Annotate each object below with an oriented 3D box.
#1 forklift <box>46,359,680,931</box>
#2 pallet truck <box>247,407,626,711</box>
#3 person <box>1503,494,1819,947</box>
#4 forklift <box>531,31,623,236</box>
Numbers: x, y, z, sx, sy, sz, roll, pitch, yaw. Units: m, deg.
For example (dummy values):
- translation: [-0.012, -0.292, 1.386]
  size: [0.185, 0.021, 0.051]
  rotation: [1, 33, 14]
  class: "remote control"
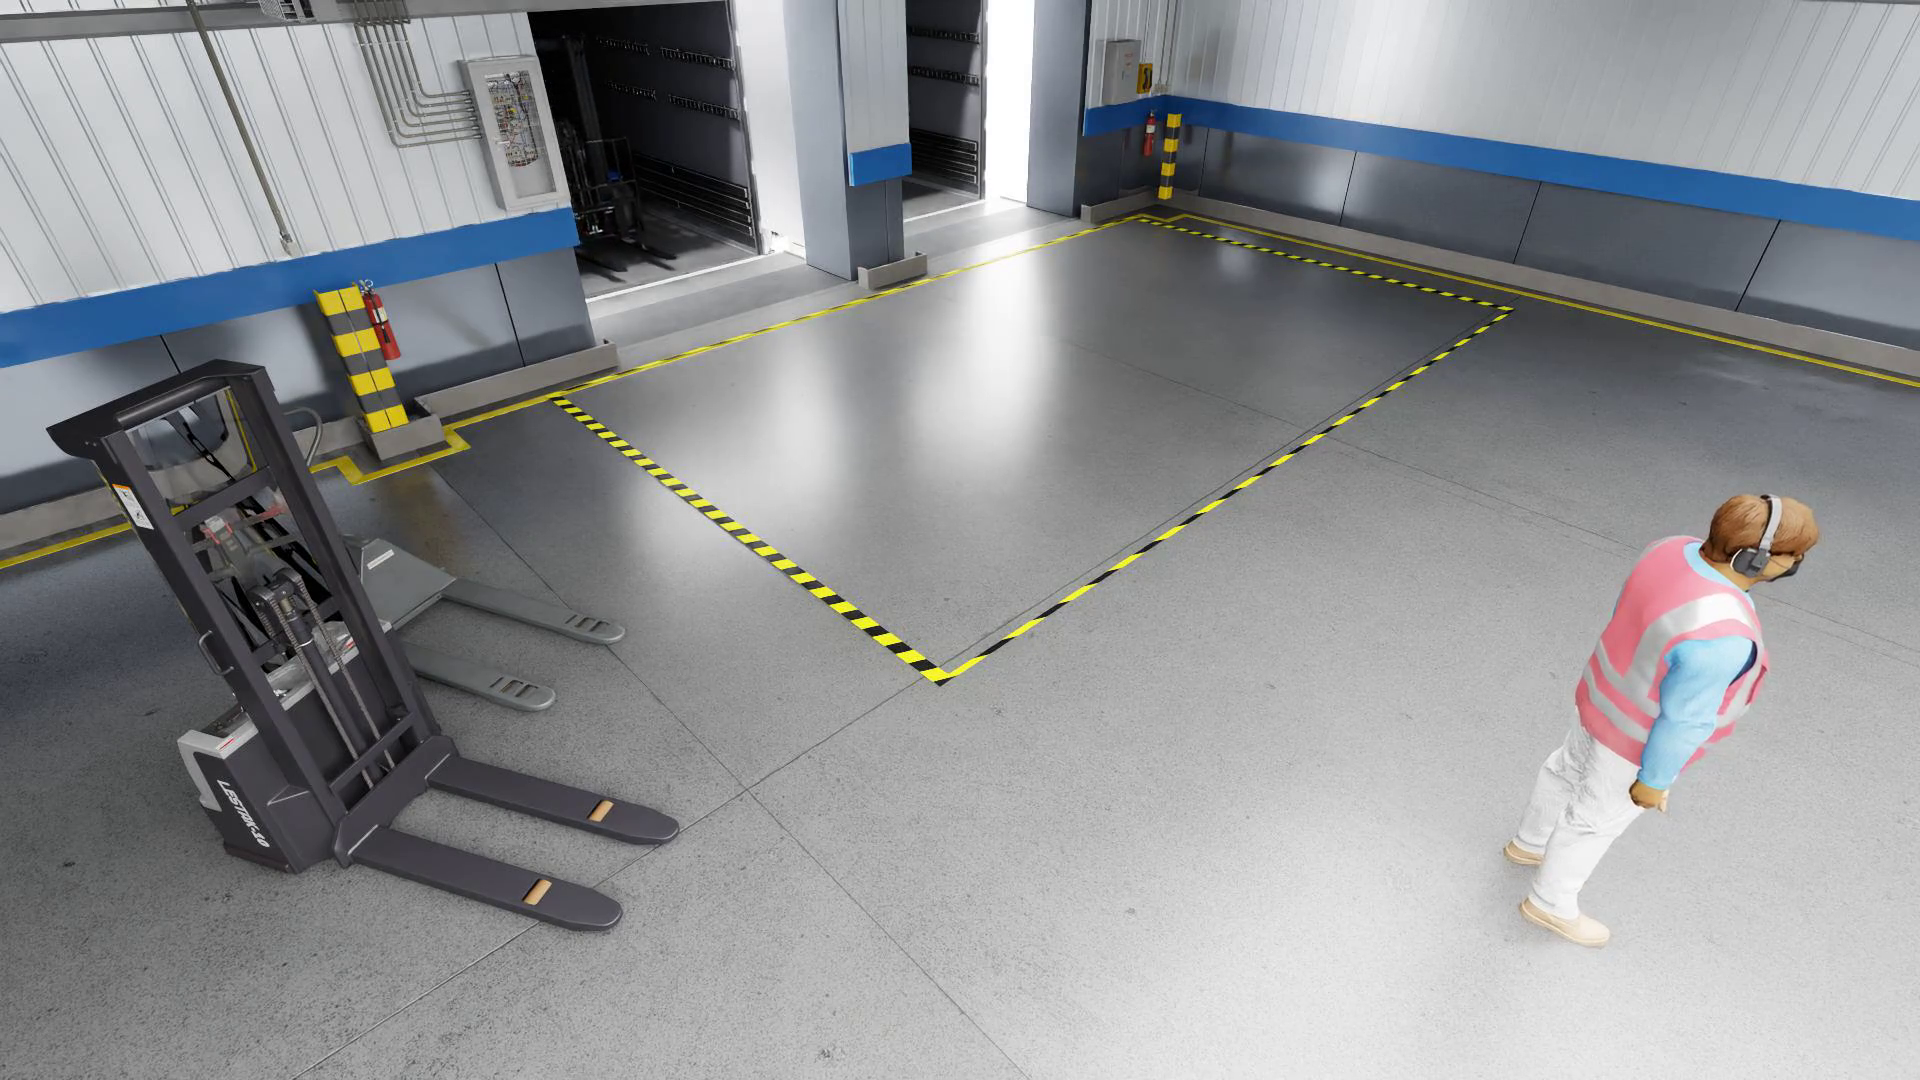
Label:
- translation: [-2.135, 0.422, 3.354]
  size: [1.885, 1.965, 0.823]
  rotation: [10, 35, 14]
  class: "forklift"
- translation: [-2.628, 0.038, 4.590]
  size: [1.601, 1.201, 0.680]
  rotation: [12, 36, 18]
  class: "pallet truck"
- translation: [2.359, 0.639, 3.173]
  size: [0.431, 1.843, 0.622]
  rotation: [11, 36, 16]
  class: "person"
- translation: [-5.003, -4.720, 10.590]
  size: [2.680, 2.036, 1.157]
  rotation: [29, 44, 36]
  class: "forklift"
